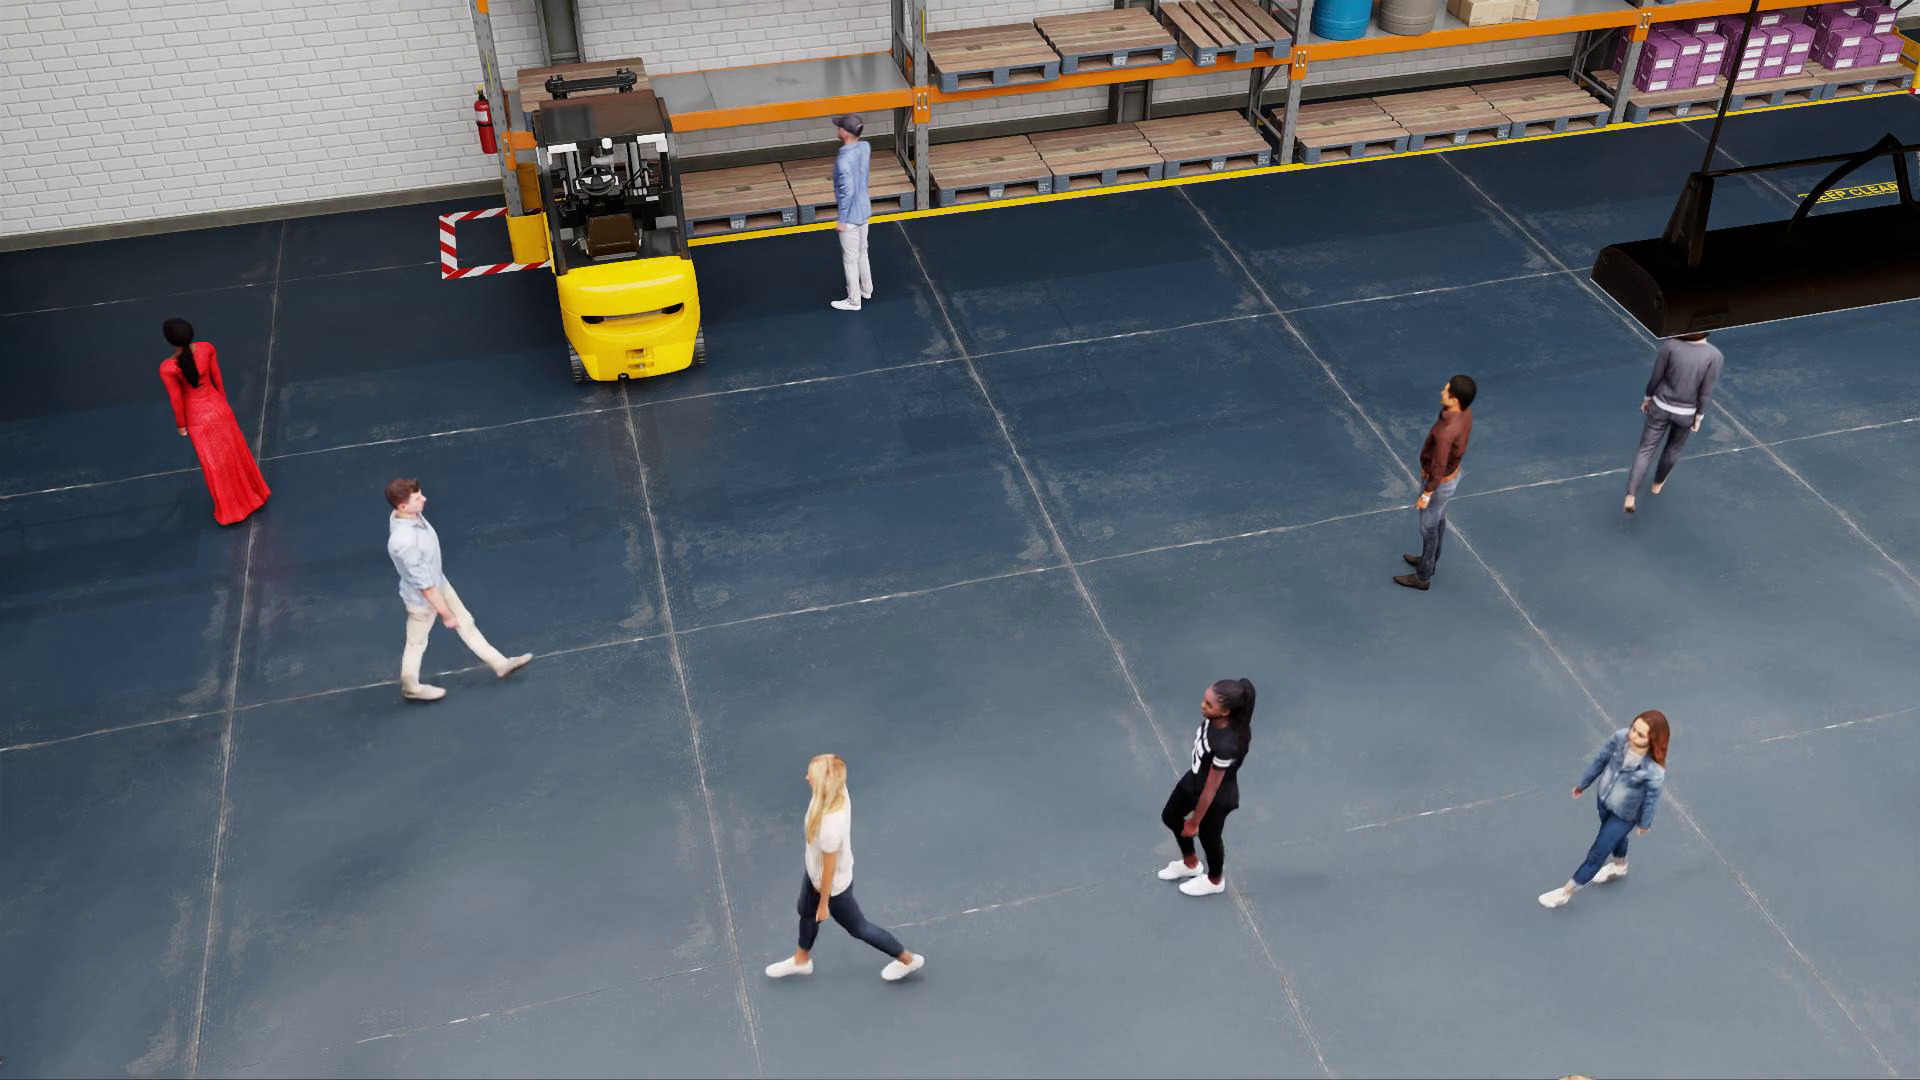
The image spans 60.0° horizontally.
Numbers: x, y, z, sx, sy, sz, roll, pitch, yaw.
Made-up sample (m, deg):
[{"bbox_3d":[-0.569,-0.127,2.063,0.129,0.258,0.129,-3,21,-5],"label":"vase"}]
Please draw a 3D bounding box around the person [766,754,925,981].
[{"bbox_3d":[-0.592,1.835,9.040,1.174,1.773,0.744,-3,39,-4],"label":"person"}]

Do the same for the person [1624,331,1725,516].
[{"bbox_3d":[5.372,-0.951,12.554,1.040,1.743,1.108,20,43,23],"label":"person"}]

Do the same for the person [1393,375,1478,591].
[{"bbox_3d":[3.425,-0.415,11.851,0.760,1.782,0.705,19,42,22],"label":"person"}]

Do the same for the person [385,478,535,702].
[{"bbox_3d":[-3.581,0.368,10.847,1.145,1.811,0.743,-6,39,-8],"label":"person"}]

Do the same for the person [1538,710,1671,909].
[{"bbox_3d":[3.902,1.523,9.691,0.926,1.449,0.591,-11,40,-13],"label":"person"}]

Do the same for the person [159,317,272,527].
[{"bbox_3d":[-5.637,-0.899,12.467,0.780,1.779,0.719,20,43,23],"label":"person"}]

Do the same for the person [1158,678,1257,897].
[{"bbox_3d":[1.511,1.460,9.559,0.681,1.713,0.655,-4,39,-5],"label":"person"}]

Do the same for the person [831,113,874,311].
[{"bbox_3d":[-0.962,-2.954,14.946,0.777,1.888,0.741,15,41,18],"label":"person"}]
